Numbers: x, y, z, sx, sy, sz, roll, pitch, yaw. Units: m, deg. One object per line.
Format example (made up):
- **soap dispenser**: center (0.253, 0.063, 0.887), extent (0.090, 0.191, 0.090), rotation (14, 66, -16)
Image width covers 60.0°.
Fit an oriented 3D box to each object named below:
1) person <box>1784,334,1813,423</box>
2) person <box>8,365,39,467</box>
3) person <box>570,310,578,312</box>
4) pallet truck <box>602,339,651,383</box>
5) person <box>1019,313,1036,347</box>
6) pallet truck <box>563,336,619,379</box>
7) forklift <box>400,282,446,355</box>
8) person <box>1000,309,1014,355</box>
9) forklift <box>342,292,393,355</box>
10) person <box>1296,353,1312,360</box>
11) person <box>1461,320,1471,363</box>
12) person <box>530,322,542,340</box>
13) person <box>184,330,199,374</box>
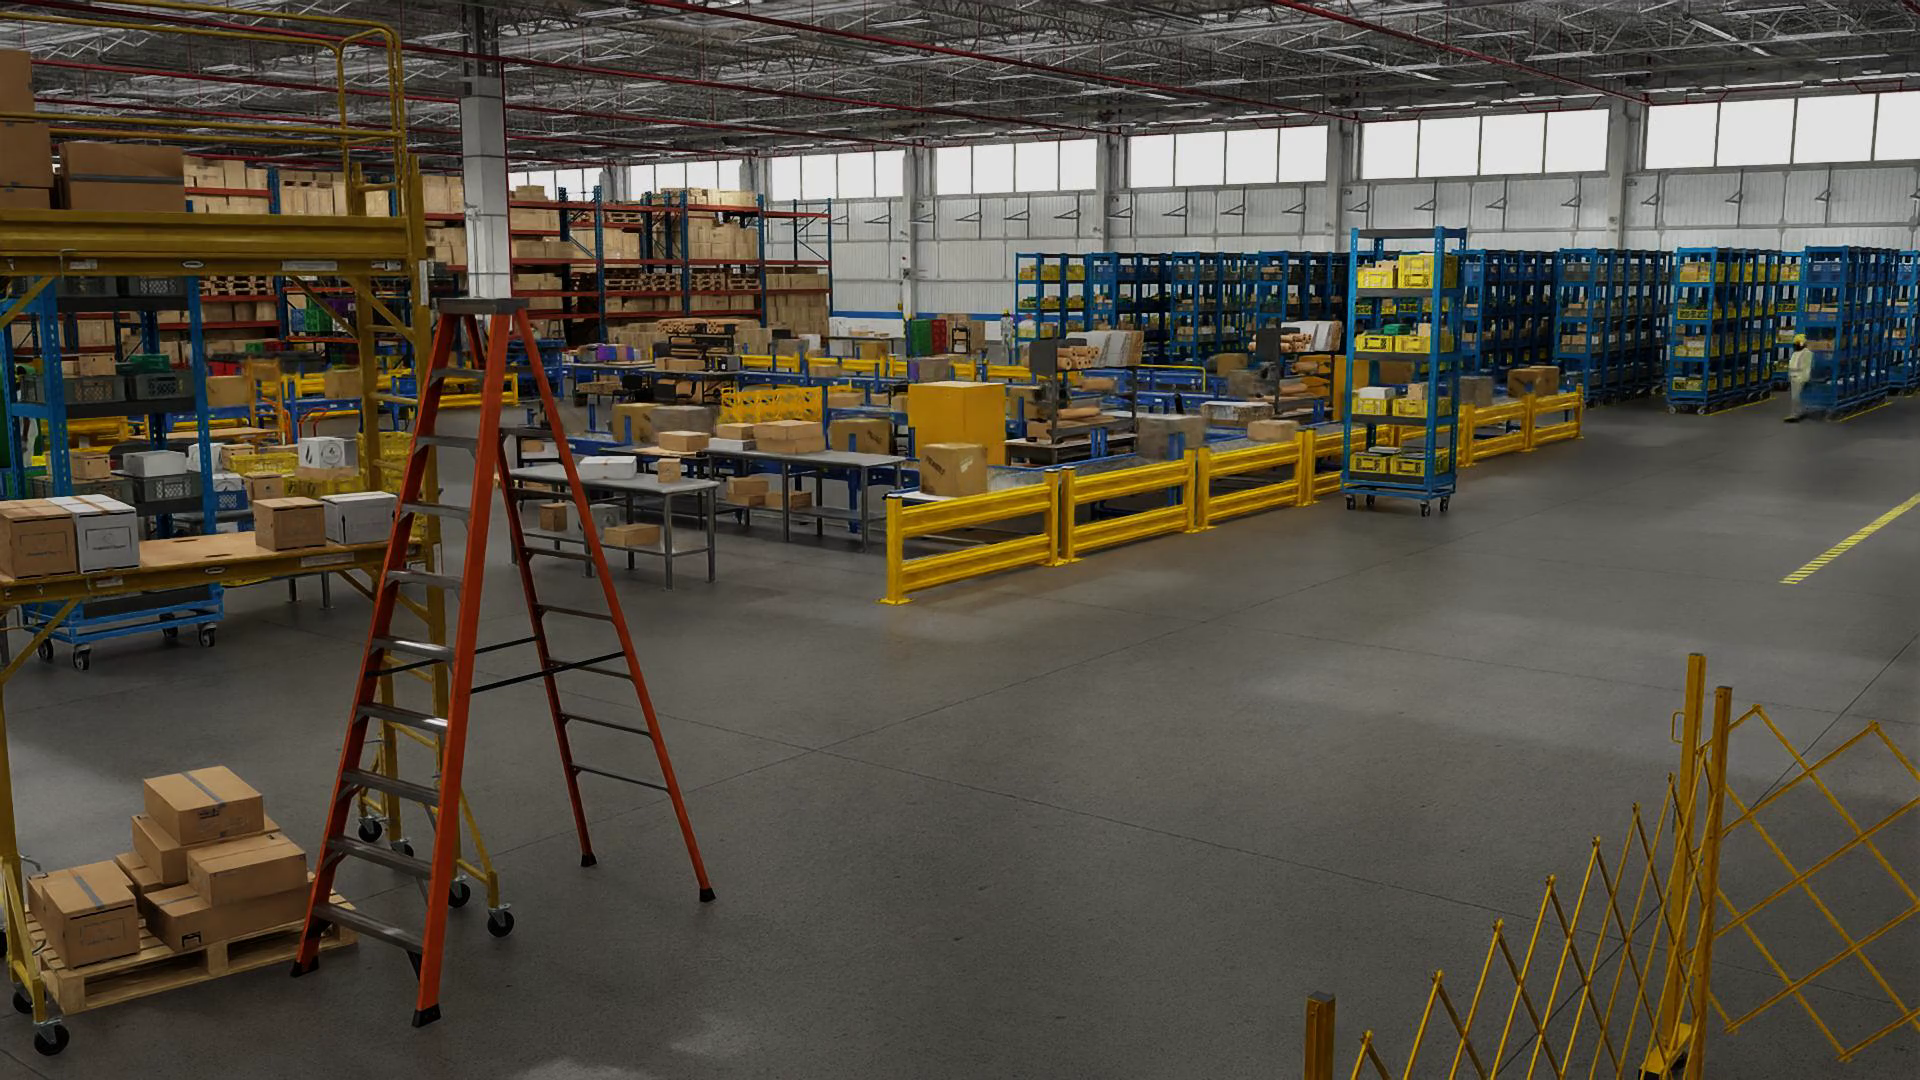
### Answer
- **person**: center (16.966, -3.262, 33.691), extent (0.426, 1.819, 0.627), rotation (0, 9, -2)
- **person**: center (-11.992, -1.303, 21.306), extent (0.331, 1.872, 0.523), rotation (-4, 10, -24)
- **person**: center (-16.087, -9.076, 69.703), extent (0.552, 1.911, 0.779), rotation (4, 10, 21)
- **pallet truck**: center (-8.991, -4.871, 45.351), extent (0.653, 1.274, 1.630), rotation (7, 11, 37)
- **person**: center (2.147, -5.974, 50.463), extent (0.637, 1.866, 0.887), rotation (3, 10, 17)
- **pallet truck**: center (-10.690, -5.294, 48.215), extent (1.601, 1.201, 0.680), rotation (-5, 10, -26)
- **forklift**: center (-15.951, -6.478, 50.461), extent (1.129, 2.768, 1.873), rotation (7, 11, 36)
- **person**: center (1.736, -7.712, 61.706), extent (0.492, 1.742, 0.314), rotation (2, 9, 12)
- **forklift**: center (-16.485, -5.622, 45.120), extent (1.129, 2.768, 1.873), rotation (7, 11, 37)
- **person**: center (9.662, -5.404, 46.597), extent (0.654, 1.959, 0.890), rotation (6, 11, 34)
- **person**: center (13.866, -5.235, 45.970), extent (0.453, 1.830, 0.559), rotation (8, 12, 42)
- **person**: center (-12.628, -5.658, 49.306), extent (0.438, 1.613, 0.608), rotation (6, 11, 33)
- **person**: center (-18.648, -4.242, 40.294), extent (0.555, 1.651, 0.860), rotation (8, 12, 40)
